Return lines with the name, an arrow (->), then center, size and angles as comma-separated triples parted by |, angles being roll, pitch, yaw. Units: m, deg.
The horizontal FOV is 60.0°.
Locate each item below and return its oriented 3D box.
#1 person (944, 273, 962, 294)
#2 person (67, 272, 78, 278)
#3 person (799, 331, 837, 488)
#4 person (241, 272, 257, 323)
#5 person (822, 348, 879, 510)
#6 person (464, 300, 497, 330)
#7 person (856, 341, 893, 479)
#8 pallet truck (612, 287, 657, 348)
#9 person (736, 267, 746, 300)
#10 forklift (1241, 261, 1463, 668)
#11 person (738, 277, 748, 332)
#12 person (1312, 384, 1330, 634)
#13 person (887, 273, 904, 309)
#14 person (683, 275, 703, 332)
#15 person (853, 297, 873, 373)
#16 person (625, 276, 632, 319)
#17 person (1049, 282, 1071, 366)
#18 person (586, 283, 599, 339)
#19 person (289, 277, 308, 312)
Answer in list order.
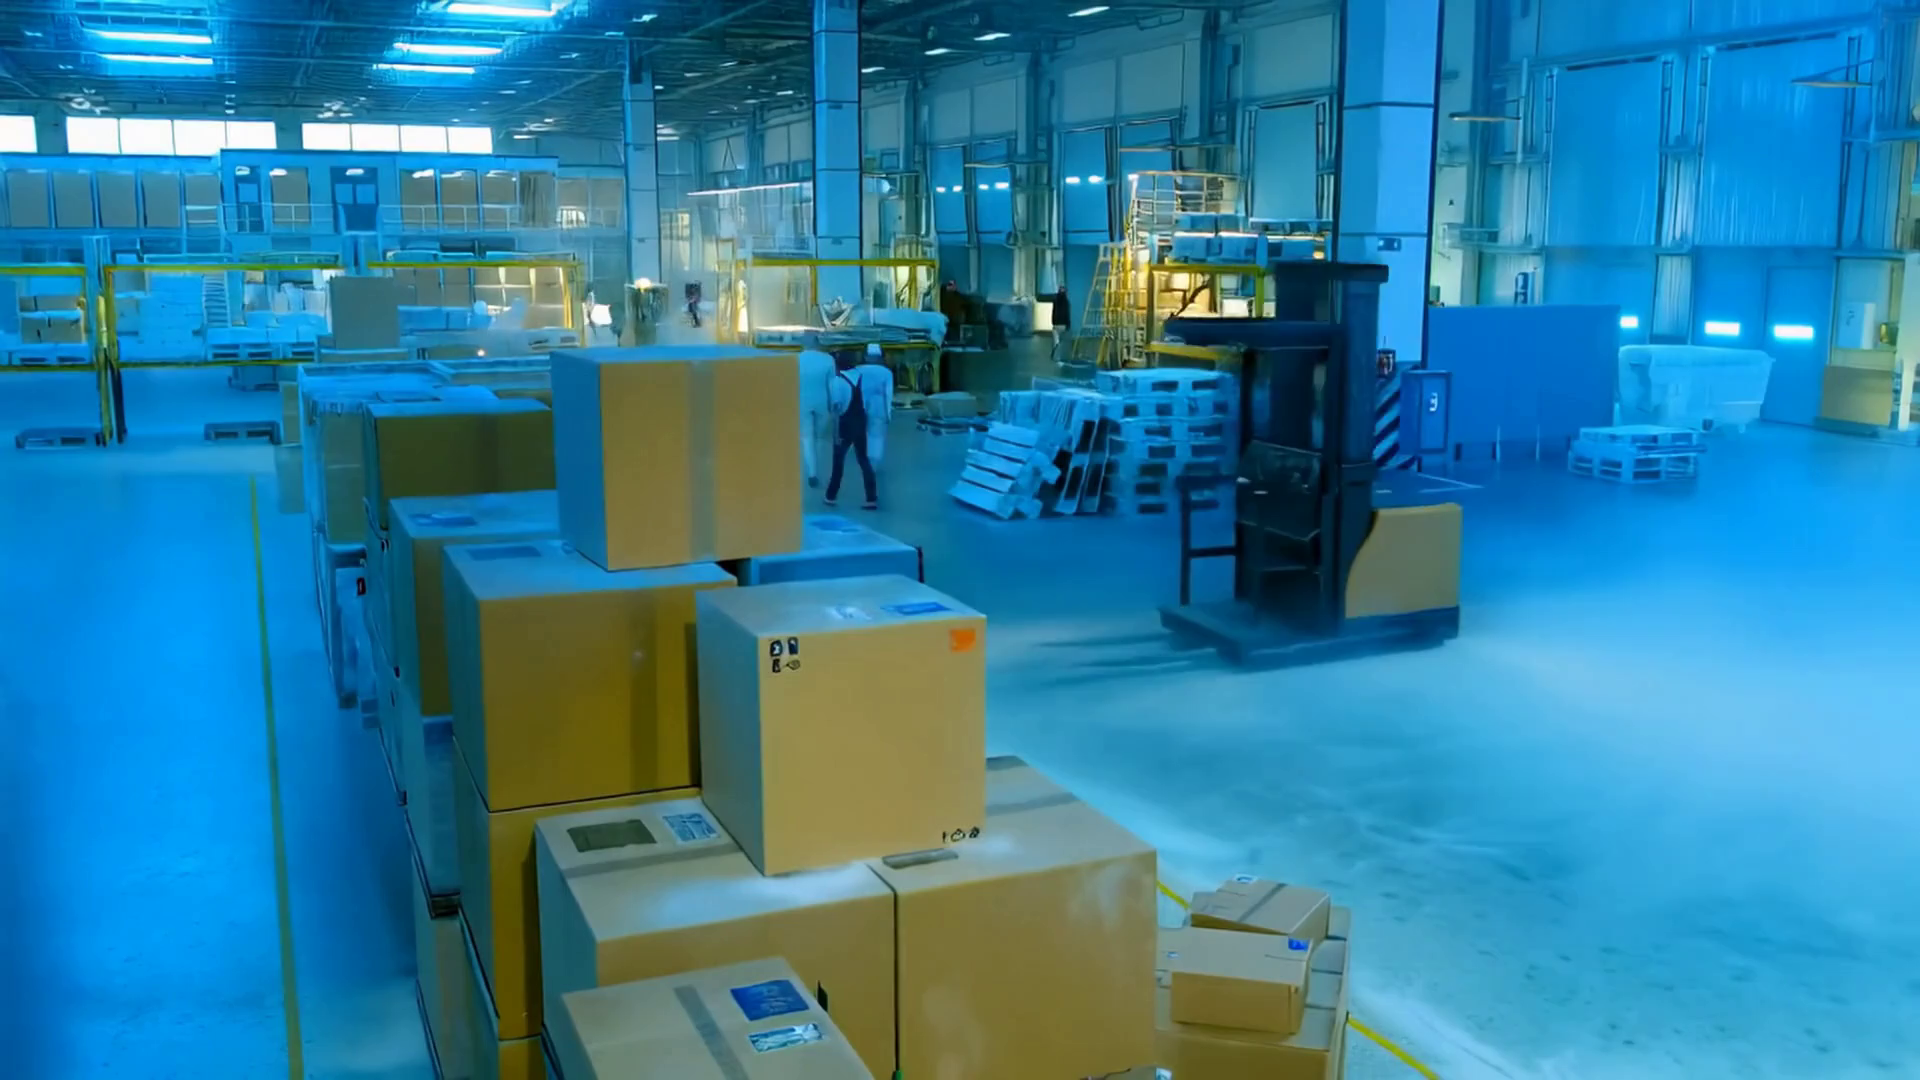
person -> -0.235, -7.828, 54.562 | 0.595, 1.900, 0.886 | 0, 10, -1
person -> -27.038, -7.214, 50.906 | 1.055, 1.997, 0.627 | 6, 12, 29
person -> -1.814, -1.587, 20.226 | 0.654, 1.879, 0.995 | -2, 10, -11
person -> -23.475, -7.857, 54.684 | 0.638, 1.902, 0.895 | 10, 14, 44
person -> -1.195, -1.226, 18.470 | 0.527, 1.805, 0.987 | -8, 13, -36
person -> -9.004, -3.584, 31.303 | 0.635, 1.842, 0.429 | -3, 11, -17
person -> -1.066, -1.627, 20.839 | 0.487, 1.718, 0.777 | -3, 11, -17
pallet truck -> -6.464, -4.406, 35.401 | 0.823, 1.965, 1.885 | 6, 12, 32
person -> -8.193, -9.104, 61.416 | 0.909, 1.963, 0.609 | 1, 10, 3
forklift -> 2.648, -0.622, 12.115 | 1.873, 2.768, 1.129 | -4, 11, -23
person -> -6.903, -7.479, 53.003 | 0.326, 1.760, 0.524 | -8, 13, -37
person -> 2.831, -0.236, 12.679 | 0.657, 1.897, 0.944 | -8, 13, -36
person -> -1.980, -7.201, 50.986 | 0.545, 1.933, 0.376 | 5, 11, 23
person -> -8.614, -7.607, 53.522 | 0.626, 1.822, 0.679 | 6, 12, 29
person -> -1.922, -3.786, 32.357 | 0.698, 1.864, 0.581 | 2, 10, 10
person -> -12.139, -9.148, 61.666 | 0.615, 1.950, 0.375 | 2, 10, 10
person -> 2.401, -5.106, 39.330 | 0.440, 1.980, 0.676 | 7, 13, 36
person -> -10.978, -6.807, 49.559 | 0.435, 1.669, 0.549 | -3, 11, -16
person -> -19.772, -6.928, 49.688 | 0.532, 1.859, 0.563 | -3, 11, -15
